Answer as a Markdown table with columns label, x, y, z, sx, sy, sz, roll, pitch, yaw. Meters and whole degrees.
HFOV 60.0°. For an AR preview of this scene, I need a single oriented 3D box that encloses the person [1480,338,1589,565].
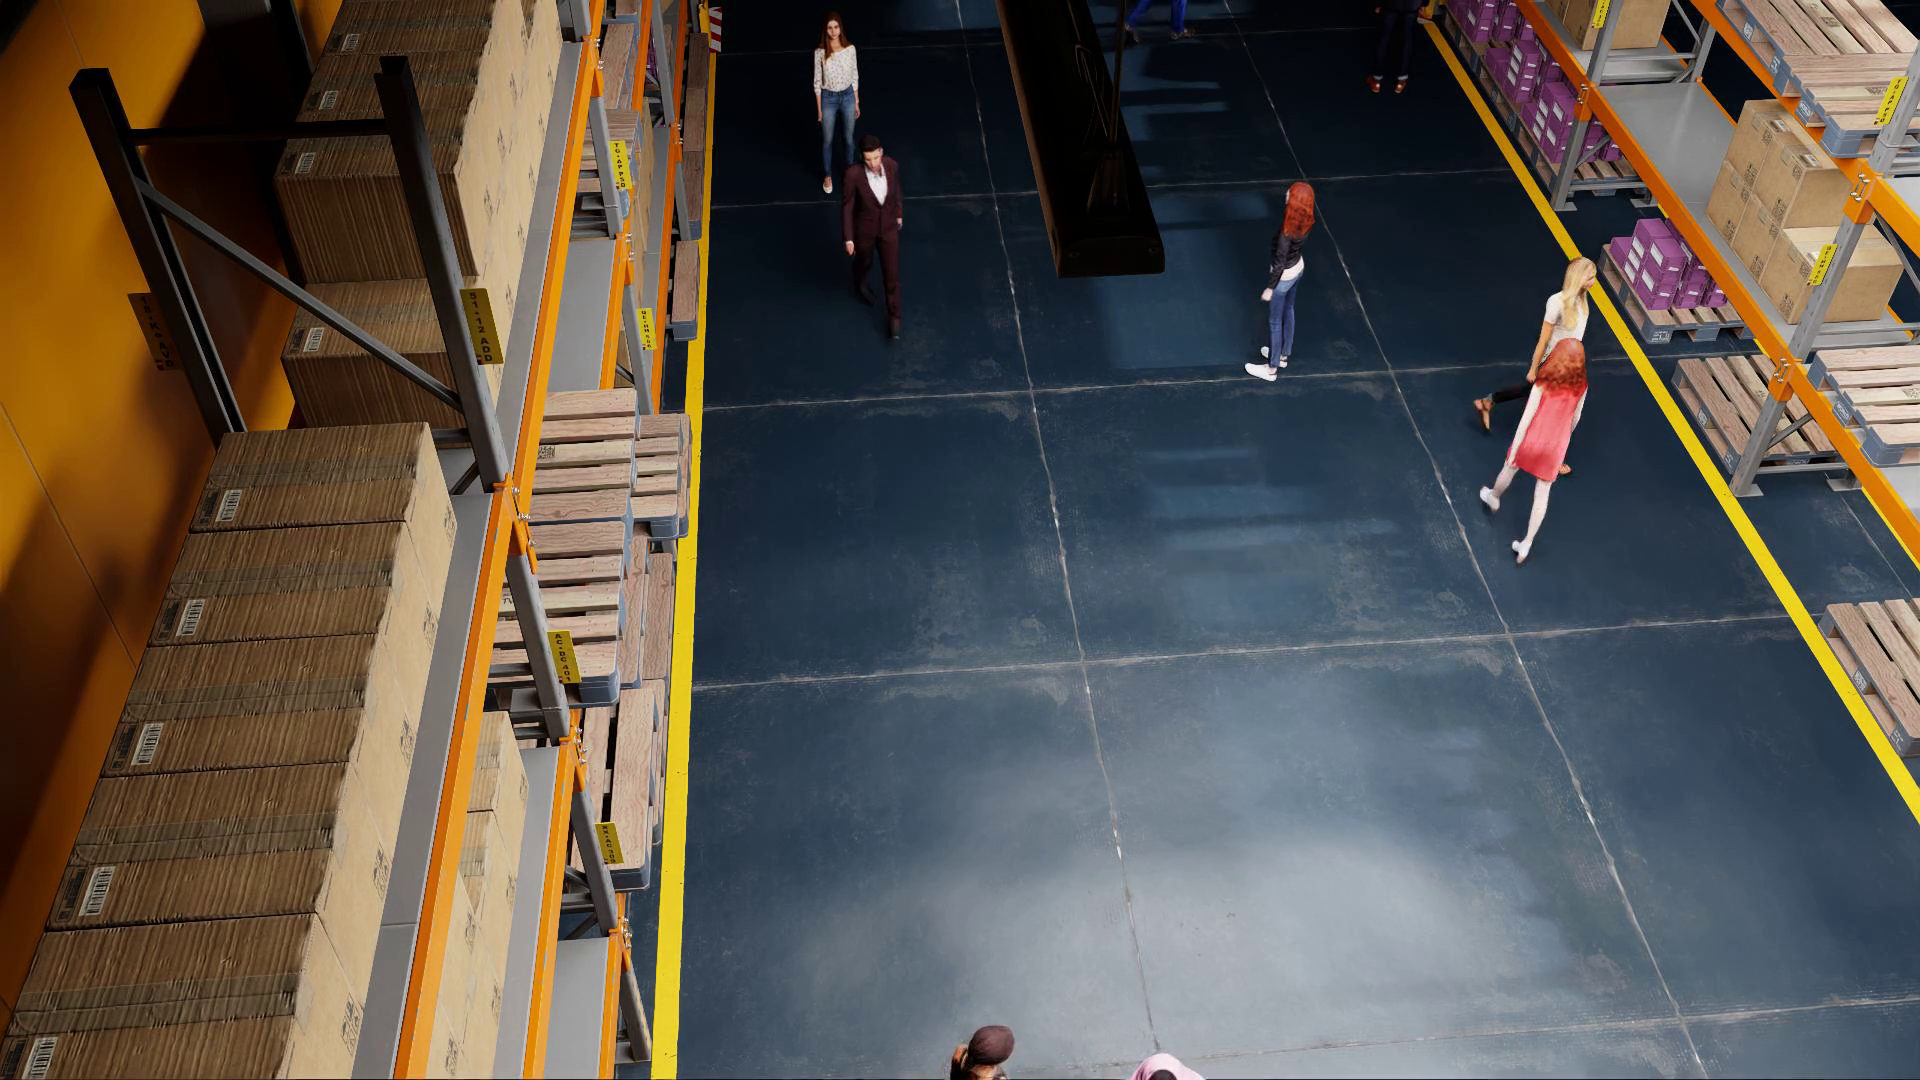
| label | x | y | z | sx | sy | sz | roll | pitch | yaw |
| --- | --- | --- | --- | --- | --- | --- | --- | --- | --- |
| person | 4.078 | -0.569 | 11.607 | 0.646 | 1.796 | 0.975 | -3 | 44 | -3 |

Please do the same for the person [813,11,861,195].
| label | x | y | z | sx | sy | sz | roll | pitch | yaw |
| --- | --- | --- | --- | --- | --- | --- | --- | --- | --- |
| person | -1.137 | -4.037 | 15.297 | 0.611 | 1.728 | 0.562 | -11 | 45 | -11 |

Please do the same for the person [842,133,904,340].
| label | x | y | z | sx | sy | sz | roll | pitch | yaw |
| --- | --- | --- | --- | --- | --- | --- | --- | --- | --- |
| person | -0.733 | -2.610 | 13.745 | 0.999 | 1.802 | 1.334 | -18 | 47 | -18 |

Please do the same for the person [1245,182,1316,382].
| label | x | y | z | sx | sy | sz | roll | pitch | yaw |
| --- | --- | --- | --- | --- | --- | --- | --- | --- | --- |
| person | 2.574 | -2.060 | 13.178 | 0.730 | 1.787 | 0.662 | 27 | 50 | 26 |

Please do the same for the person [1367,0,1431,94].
| label | x | y | z | sx | sy | sz | roll | pitch | yaw |
| --- | --- | --- | --- | --- | --- | --- | --- | --- | --- |
| person | 4.406 | -5.360 | 16.620 | 0.731 | 1.817 | 0.640 | 3 | 44 | 3 |

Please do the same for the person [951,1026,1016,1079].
| label | x | y | z | sx | sy | sz | roll | pitch | yaw |
| --- | --- | --- | --- | --- | --- | --- | --- | --- | --- |
| person | 0.086 | 2.861 | 8.193 | 0.728 | 1.539 | 0.781 | 29 | 51 | 27 |

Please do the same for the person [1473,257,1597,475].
| label | x | y | z | sx | sy | sz | roll | pitch | yaw |
| --- | --- | --- | --- | --- | --- | --- | --- | --- | --- |
| person | 4.334 | -1.372 | 12.451 | 1.197 | 1.794 | 1.103 | 32 | 52 | 29 |

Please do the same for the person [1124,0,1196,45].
| label | x | y | z | sx | sy | sz | roll | pitch | yaw |
| --- | --- | --- | --- | --- | --- | --- | --- | --- | --- |
| person | 2.109 | -6.027 | 17.289 | 1.005 | 1.861 | 1.167 | -19 | 47 | -18 |

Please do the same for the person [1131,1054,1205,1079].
| label | x | y | z | sx | sy | sz | roll | pitch | yaw |
| --- | --- | --- | --- | --- | --- | --- | --- | --- | --- |
| person | 0.950 | 2.884 | 8.129 | 0.813 | 1.594 | 1.139 | -16 | 46 | -16 |
